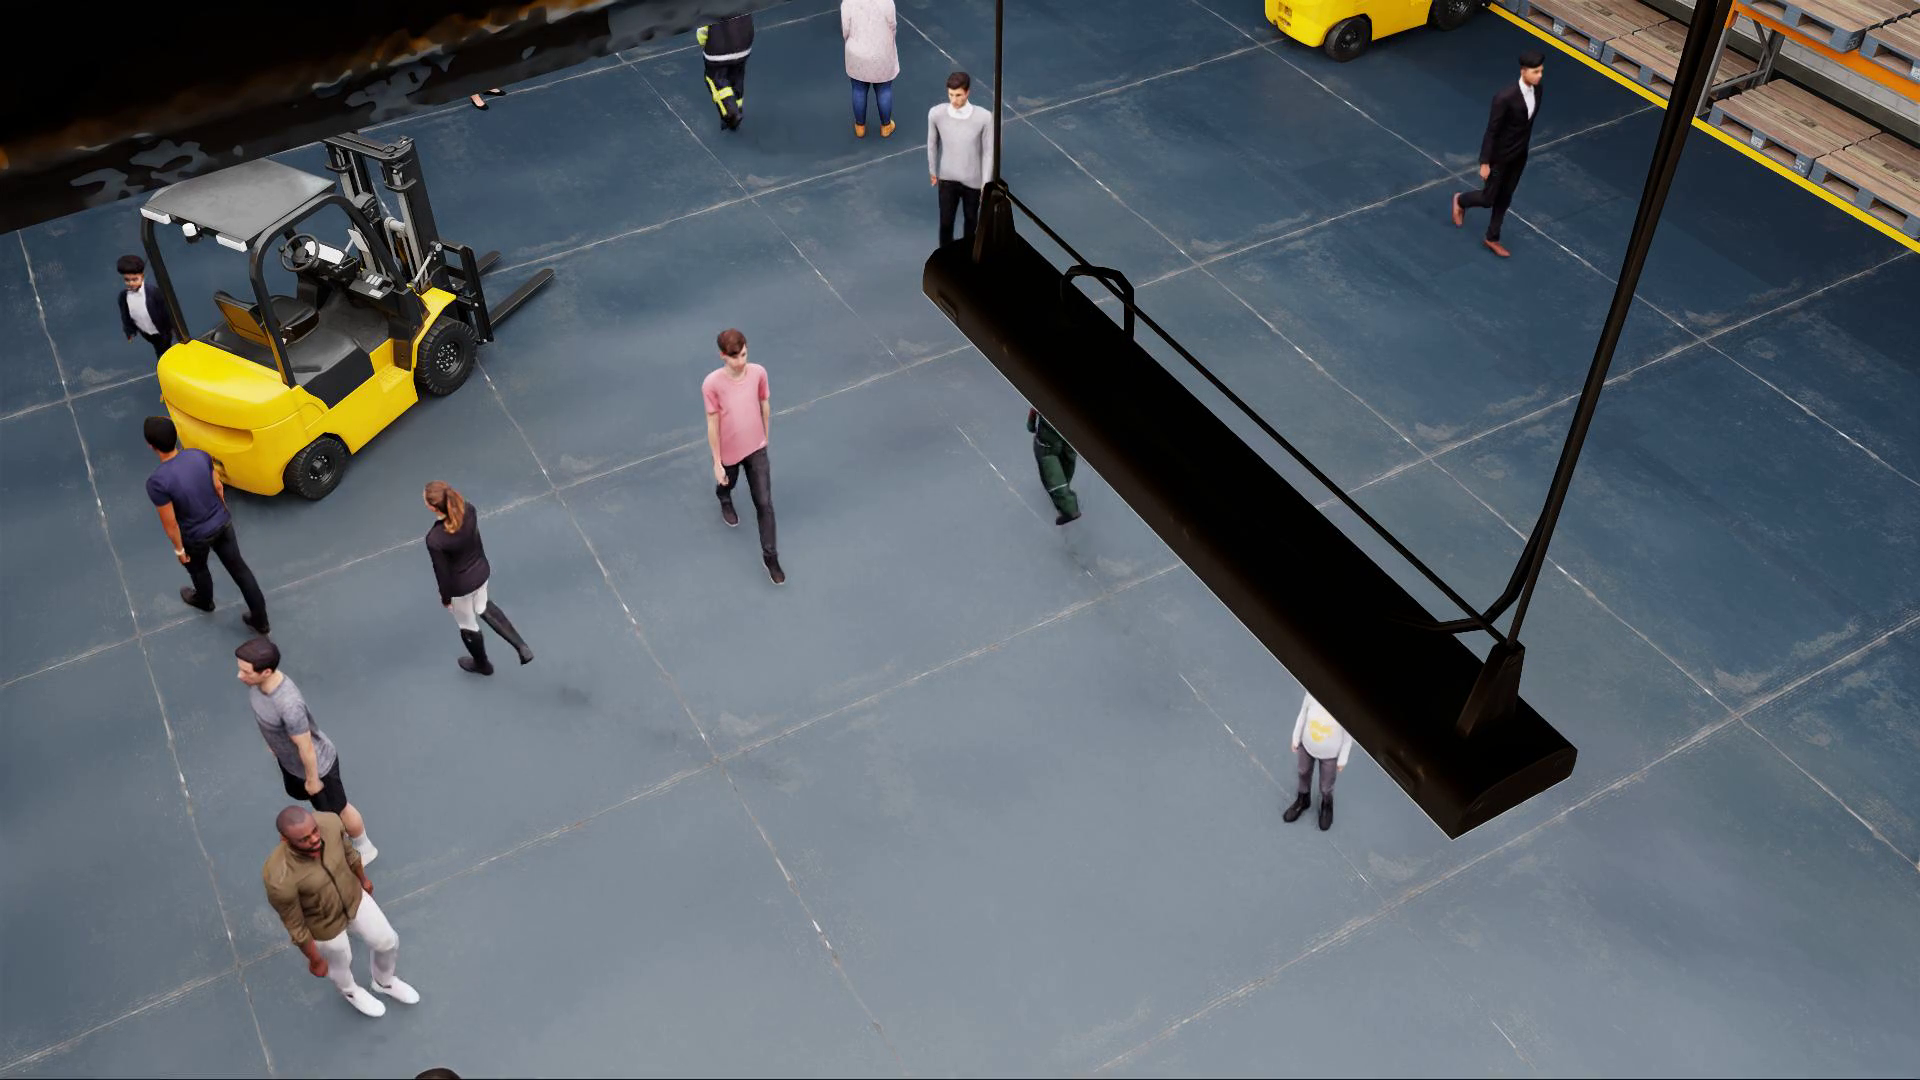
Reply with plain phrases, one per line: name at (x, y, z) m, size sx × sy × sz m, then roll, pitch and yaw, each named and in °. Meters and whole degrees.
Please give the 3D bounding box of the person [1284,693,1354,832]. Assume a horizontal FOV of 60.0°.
person at (2.158, 1.215, 9.934) m, size 0.554 × 1.276 × 0.643 m, roll 26°, pitch 49°, yaw 24°

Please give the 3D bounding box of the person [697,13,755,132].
person at (-2.165, -4.773, 15.728) m, size 0.787 × 1.954 × 0.828 m, roll -27°, pitch 50°, yaw -25°

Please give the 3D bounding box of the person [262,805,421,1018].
person at (-3.371, 1.939, 8.789) m, size 0.897 × 1.808 × 0.878 m, roll 18°, pitch 46°, yaw 18°

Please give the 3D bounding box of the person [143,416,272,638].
person at (-4.887, -0.032, 10.893) m, size 1.115 × 1.759 × 0.951 m, roll 24°, pitch 48°, yaw 23°

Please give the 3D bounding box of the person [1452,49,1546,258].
person at (4.645, -3.374, 14.320) m, size 0.698 × 1.871 × 0.930 m, roll -22°, pitch 48°, yaw -21°

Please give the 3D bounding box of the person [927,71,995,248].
person at (0.038, -3.115, 14.031) m, size 1.049 × 1.894 × 1.150 m, roll 4°, pitch 44°, yaw 4°

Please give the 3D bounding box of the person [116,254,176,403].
person at (-6.341, -1.742, 13.092) m, size 0.732 × 1.203 × 0.825 m, roll 5°, pitch 44°, yaw 5°

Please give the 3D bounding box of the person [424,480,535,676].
person at (-3.072, 0.298, 10.576) m, size 0.935 × 1.719 × 0.820 m, roll 19°, pitch 47°, yaw 19°

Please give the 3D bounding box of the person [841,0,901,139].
person at (-0.853, -4.632, 15.737) m, size 0.794 × 1.738 × 0.813 m, roll 2°, pitch 44°, yaw 2°

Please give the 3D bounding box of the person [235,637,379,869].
person at (-3.731, 1.221, 9.503) m, size 0.758 × 1.863 × 0.567 m, roll -34°, pitch 53°, yaw -31°

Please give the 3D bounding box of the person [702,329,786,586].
person at (-1.558, -0.677, 11.458) m, size 0.731 × 1.915 × 1.262 m, roll -16°, pitch 46°, yaw -17°
